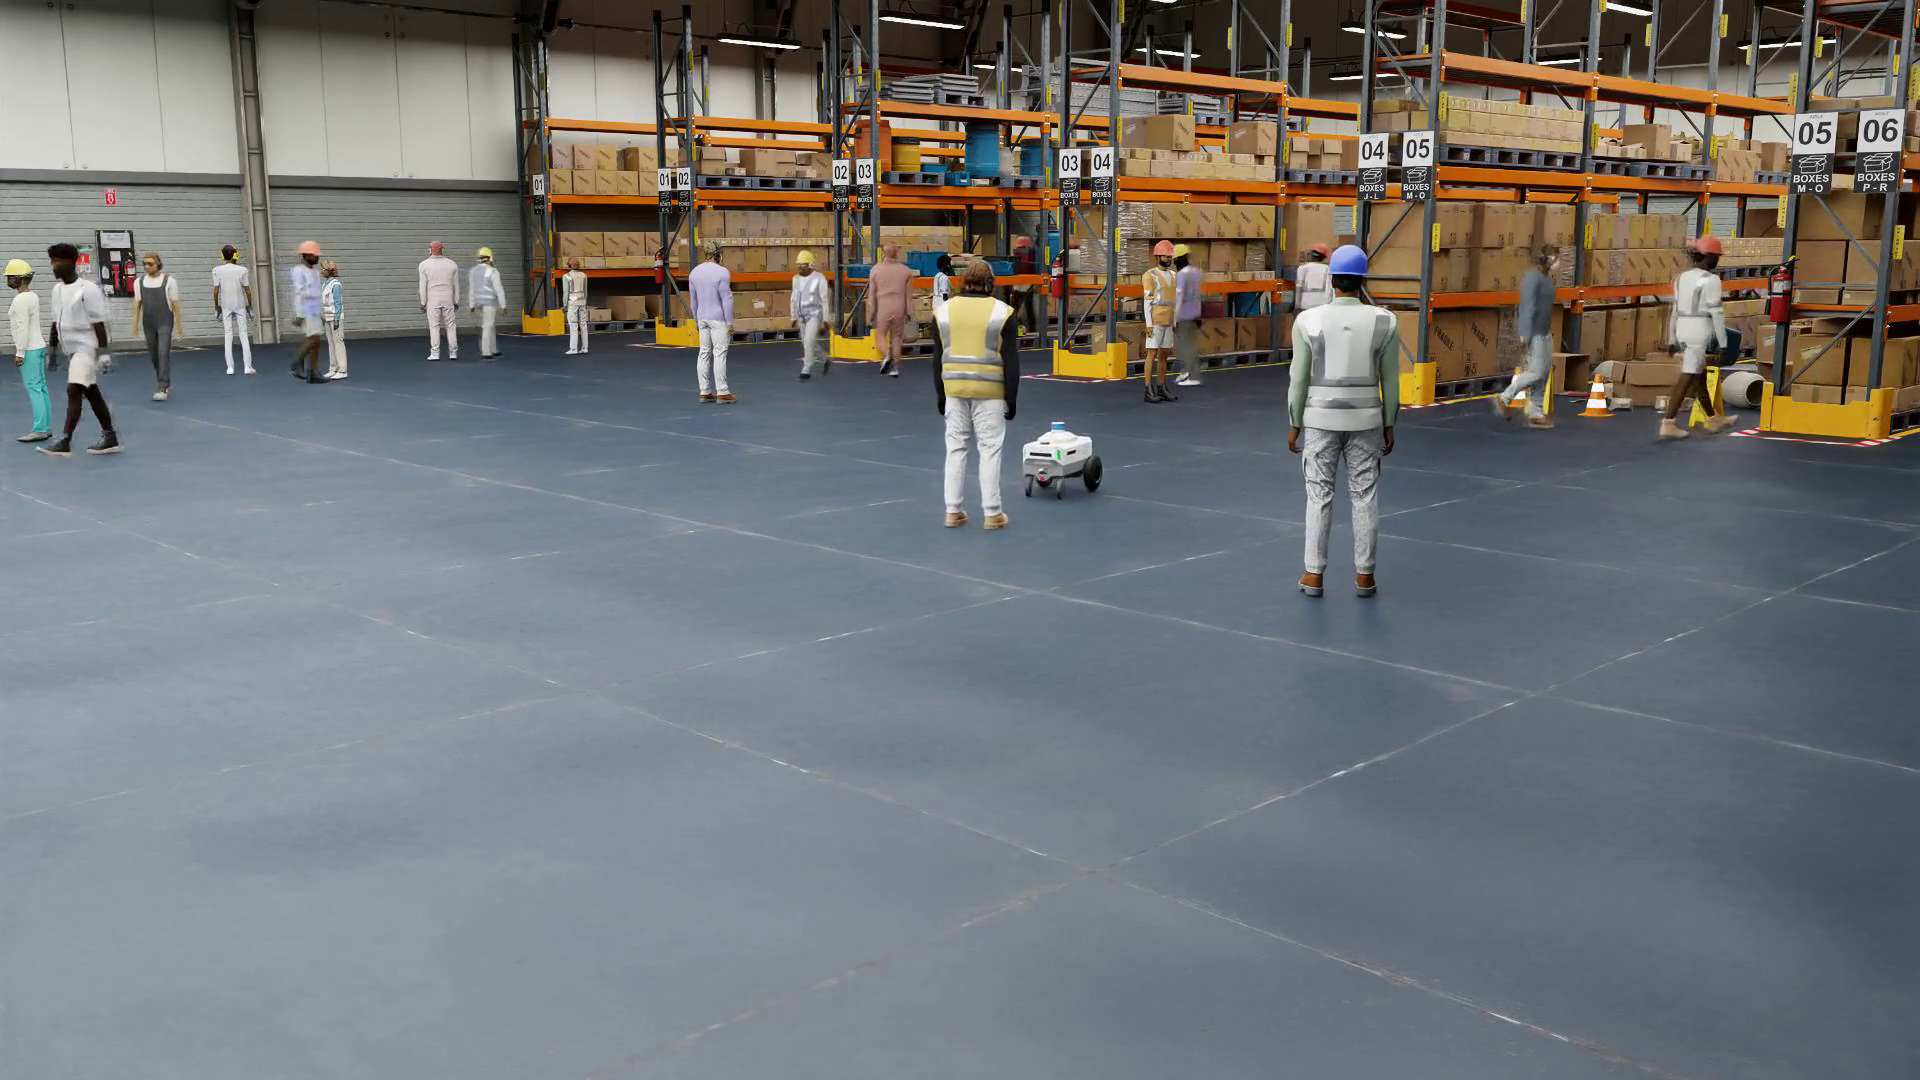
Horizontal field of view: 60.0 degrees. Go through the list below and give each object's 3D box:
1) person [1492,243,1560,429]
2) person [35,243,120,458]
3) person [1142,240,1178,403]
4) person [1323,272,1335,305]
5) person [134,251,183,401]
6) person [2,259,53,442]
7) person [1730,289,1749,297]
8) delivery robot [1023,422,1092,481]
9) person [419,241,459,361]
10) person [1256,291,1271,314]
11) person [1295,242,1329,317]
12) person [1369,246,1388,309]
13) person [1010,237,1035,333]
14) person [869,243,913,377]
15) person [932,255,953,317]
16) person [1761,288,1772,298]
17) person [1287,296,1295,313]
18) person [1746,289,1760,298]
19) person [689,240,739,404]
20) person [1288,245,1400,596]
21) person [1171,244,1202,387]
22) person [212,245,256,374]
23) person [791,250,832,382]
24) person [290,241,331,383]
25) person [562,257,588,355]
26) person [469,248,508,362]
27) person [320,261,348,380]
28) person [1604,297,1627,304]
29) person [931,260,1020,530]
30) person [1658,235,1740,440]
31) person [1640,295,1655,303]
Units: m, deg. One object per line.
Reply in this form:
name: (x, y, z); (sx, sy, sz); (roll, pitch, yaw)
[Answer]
person: (5.943, -2.116, 17.270); (0.545, 1.921, 0.637); (9, 14, 40)
person: (-8.090, -1.709, 15.054); (0.624, 1.921, 0.947); (7, 12, 33)
person: (2.448, -2.647, 20.144); (0.543, 1.939, 0.356); (-9, 14, -42)
person: (5.070, -2.879, 21.620); (0.799, 1.853, 0.574); (-10, 14, -43)
person: (-9.876, -2.641, 20.476); (0.533, 1.823, 0.784); (-1, 10, -5)
person: (-9.136, -1.853, 16.286); (0.312, 1.769, 0.525); (-3, 11, -16)
person: (15.725, -5.047, 33.365); (0.926, 1.897, 0.554); (4, 11, 21)
delivery robot: (0.768, -0.682, 13.063); (0.477, 0.478, 0.707); (5, 11, 25)
person: (-8.380, -3.844, 26.755); (0.641, 1.909, 0.409); (-7, 13, -34)
person: (5.867, -4.736, 31.722); (0.513, 1.872, 0.328); (9, 14, 41)
person: (5.308, -3.502, 24.927); (0.562, 1.890, 0.543); (1, 10, 4)
person: (5.897, -3.356, 24.282); (0.596, 1.820, 1.017); (7, 12, 33)
person: (1.141, -4.762, 31.613); (0.628, 1.963, 0.847); (9, 14, 41)
person: (-0.986, -3.268, 23.657); (0.645, 1.893, 0.445); (-3, 11, -14)
person: (-0.272, -3.629, 26.167); (0.319, 1.693, 0.532); (-3, 11, -15)
person: (17.203, -5.474, 35.402); (0.377, 1.995, 0.612); (3, 11, 17)
person: (8.020, -6.016, 38.707); (1.007, 1.860, 0.612); (-3, 11, -18)
person: (16.189, -5.139, 34.041); (0.451, 1.827, 0.634); (5, 12, 25)
person: (-2.960, -2.618, 19.982); (0.629, 1.940, 0.373); (7, 12, 33)
person: (2.135, -0.663, 9.296); (0.615, 1.945, 0.404); (1, 10, 5)
person: (3.019, -3.001, 22.247); (0.596, 1.872, 0.648); (6, 12, 28)
person: (-10.539, -3.340, 24.128); (0.535, 1.863, 0.325); (-3, 11, -17)
person: (-2.046, -3.137, 23.189); (0.603, 1.805, 0.784); (8, 13, 36)
person: (-8.816, -3.088, 22.590); (0.441, 1.921, 0.576); (2, 11, 8)
person: (-6.486, -3.950, 28.062); (0.307, 1.641, 0.514); (7, 13, 35)
person: (-7.521, -3.782, 26.725); (0.654, 1.790, 0.742); (7, 12, 33)
person: (-8.789, -3.077, 23.303); (0.308, 1.641, 0.514); (-9, 14, -40)
person: (11.195, -4.136, 28.350); (0.411, 1.908, 0.643); (-1, 10, -4)
person: (0.115, -1.002, 11.478); (0.638, 1.837, 0.431); (4, 11, 21)
person: (7.379, -1.992, 16.419); (0.994, 1.991, 0.626); (-1, 10, -7)
person: (15.251, -5.634, 36.709); (0.890, 1.847, 0.519); (-4, 11, -19)
